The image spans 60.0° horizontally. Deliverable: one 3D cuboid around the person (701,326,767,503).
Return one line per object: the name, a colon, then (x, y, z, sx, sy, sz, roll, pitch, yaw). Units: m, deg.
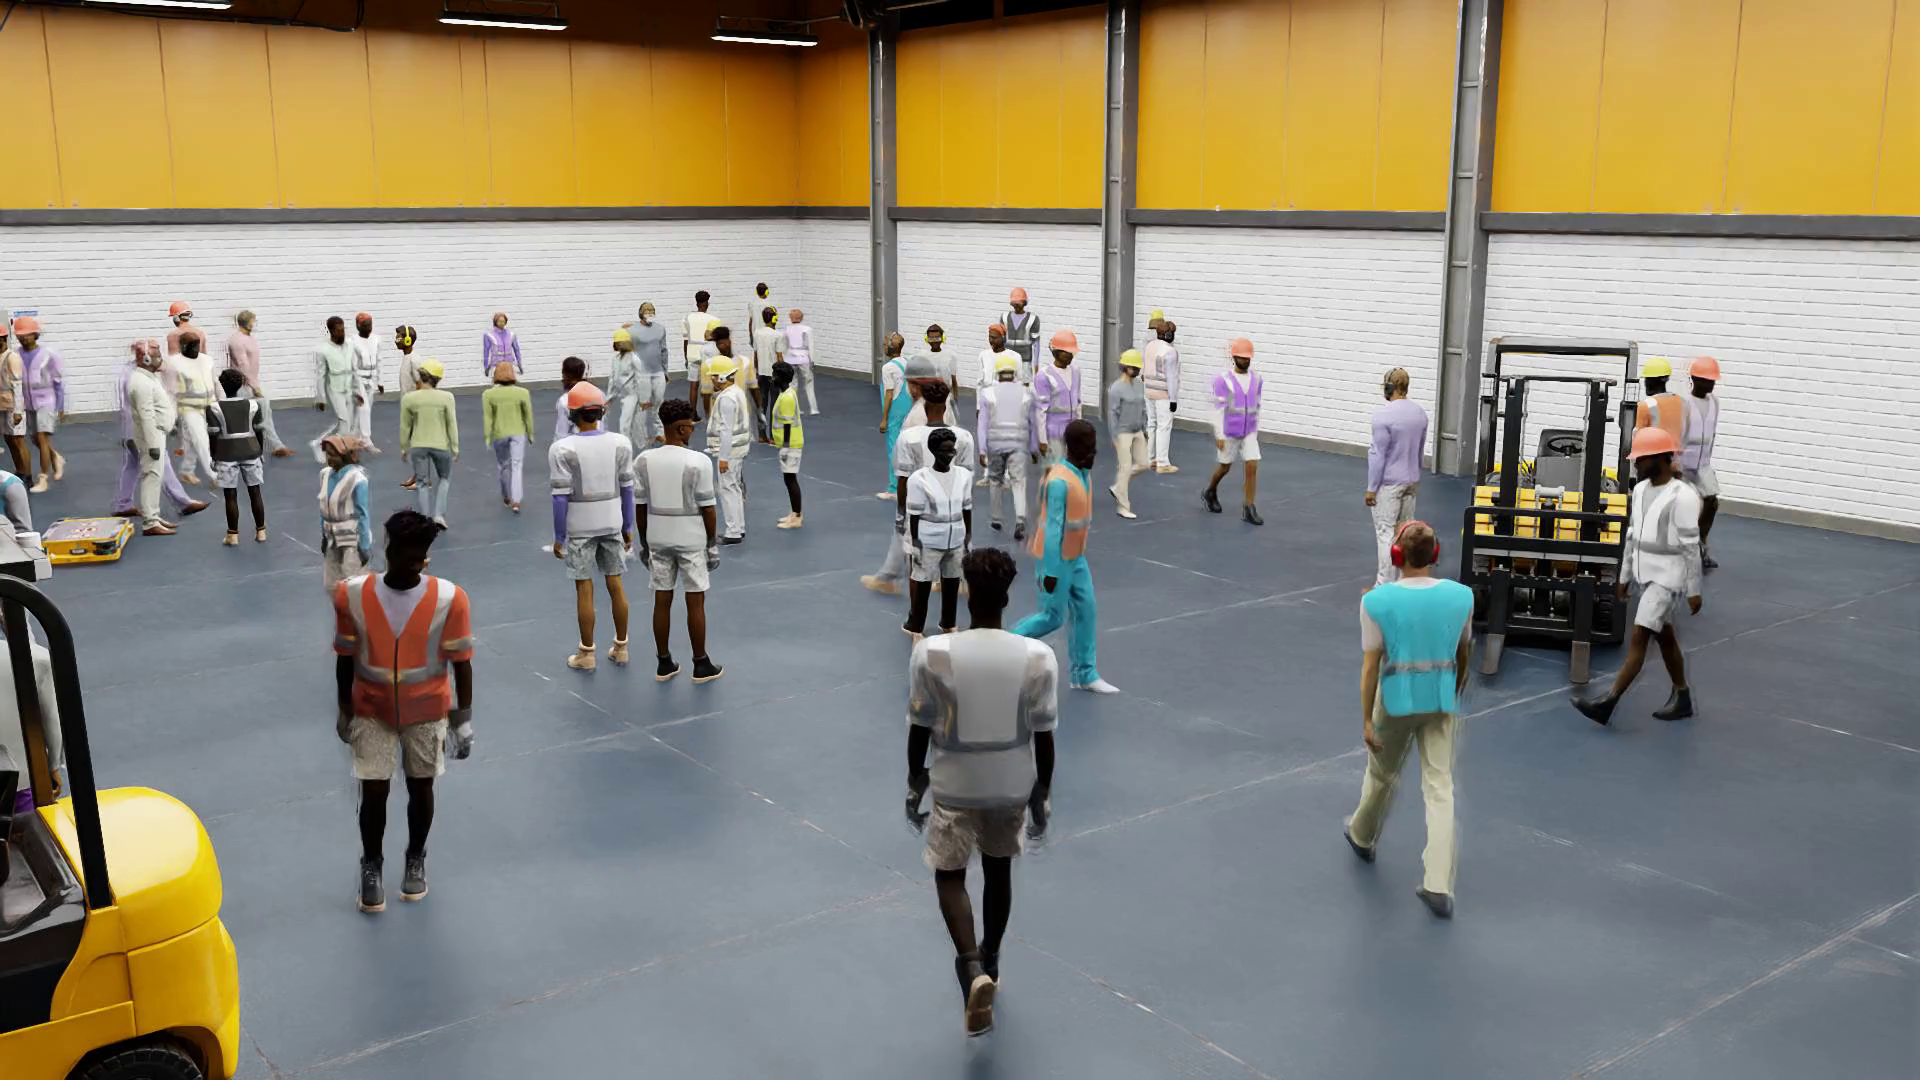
person: (-2.488, -1.385, 18.237, 0.690, 1.919, 0.674, -7, 14, -30)

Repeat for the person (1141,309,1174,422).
person: (2.775, -2.377, 23.463, 0.485, 1.734, 0.322, -3, 12, -16)

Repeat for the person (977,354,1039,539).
person: (0.479, -0.906, 16.252, 0.611, 1.794, 0.798, -1, 12, -5)

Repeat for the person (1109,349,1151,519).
person: (1.745, -1.114, 17.301, 0.547, 1.751, 0.423, -11, 16, -43)

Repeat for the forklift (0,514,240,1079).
forklift: (-3.687, 1.115, 5.480, 2.313, 2.155, 1.214, -9, 15, -36)

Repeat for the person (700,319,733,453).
person: (-3.162, -1.997, 21.602, 0.483, 1.745, 0.305, -9, 15, -38)

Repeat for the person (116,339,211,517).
person: (-8.346, -1.152, 17.249, 0.978, 1.853, 0.649, -4, 12, -18)

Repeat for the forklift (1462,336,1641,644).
forklift: (4.683, -0.471, 13.136, 1.214, 2.155, 2.313, 4, 12, 20)

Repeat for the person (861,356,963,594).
person: (-0.389, -0.556, 13.919, 0.925, 2.000, 0.686, 4, 12, 19)

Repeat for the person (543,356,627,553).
person: (-3.454, -0.749, 15.262, 0.976, 1.879, 0.605, 4, 12, 20)

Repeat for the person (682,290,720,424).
person: (-3.765, -2.667, 24.332, 0.599, 1.958, 0.375, 2, 12, 11)

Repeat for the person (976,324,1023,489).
person: (0.442, -1.524, 18.976, 0.583, 1.882, 0.337, 7, 14, 31)

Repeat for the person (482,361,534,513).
person: (-4.779, -1.090, 17.612, 0.510, 1.595, 0.879, -3, 12, -15)

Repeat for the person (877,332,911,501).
person: (-0.712, -1.355, 18.256, 0.345, 1.847, 0.506, 6, 13, 28)

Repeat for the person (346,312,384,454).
person: (-7.841, -2.049, 21.657, 0.724, 1.846, 0.595, 6, 13, 26)

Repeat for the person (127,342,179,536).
person: (-7.950, -0.999, 16.421, 0.397, 1.899, 0.636, -5, 13, -24)

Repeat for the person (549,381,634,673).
person: (-2.579, -0.090, 11.658, 0.606, 2.046, 0.369, -8, 14, -35)

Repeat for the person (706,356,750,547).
person: (-2.211, -0.848, 15.880, 0.403, 1.817, 0.602, 0, 12, 0)

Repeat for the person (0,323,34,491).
person: (-10.761, -1.501, 18.784, 0.549, 1.923, 0.391, 9, 15, 38)

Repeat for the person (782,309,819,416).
person: (-2.433, -2.684, 25.193, 0.527, 1.624, 0.383, 3, 12, 15)

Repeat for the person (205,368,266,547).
person: (-6.891, -0.785, 15.863, 0.537, 1.696, 0.318, -9, 15, -38)

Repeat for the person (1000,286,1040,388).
person: (0.832, -2.586, 23.720, 0.607, 2.043, 0.384, 4, 12, 20)

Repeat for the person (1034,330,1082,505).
person: (0.999, -1.054, 16.368, 0.611, 2.030, 0.410, -11, 16, -43)

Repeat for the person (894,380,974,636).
person: (-0.194, -0.233, 12.592, 0.610, 1.952, 0.387, -4, 12, -17)

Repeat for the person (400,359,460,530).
person: (-5.209, -0.905, 16.341, 0.575, 1.727, 0.468, -2, 12, -8)

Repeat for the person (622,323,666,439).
person: (-4.372, -2.191, 22.941, 0.616, 1.583, 0.511, -3, 12, -14)

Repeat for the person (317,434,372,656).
person: (-4.426, 0.018, 12.157, 0.531, 1.620, 0.462, 9, 14, 36)

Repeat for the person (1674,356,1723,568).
person: (6.525, -0.670, 14.764, 0.552, 1.912, 0.615, -3, 12, -15)

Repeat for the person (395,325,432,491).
person: (-6.230, -1.499, 18.884, 0.327, 1.874, 0.521, -6, 13, -27)

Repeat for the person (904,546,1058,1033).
person: (0.096, 0.990, 6.693, 0.615, 1.948, 0.780, -2, 12, -10)

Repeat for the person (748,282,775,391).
person: (-3.374, -3.456, 28.393, 0.502, 1.856, 0.328, 3, 12, 14)

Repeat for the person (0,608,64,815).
person: (-4.128, 0.999, 7.106, 0.329, 1.752, 0.563, 10, 16, 41)

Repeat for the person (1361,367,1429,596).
person: (3.591, -0.457, 13.732, 0.633, 1.931, 0.387, -9, 15, -36)

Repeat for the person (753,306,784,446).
person: (-2.544, -2.193, 22.278, 0.513, 1.861, 0.338, 8, 14, 33)

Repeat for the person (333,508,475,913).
person: (-2.576, 0.785, 7.739, 0.651, 1.917, 0.553, -2, 12, -11)

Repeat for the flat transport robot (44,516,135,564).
flat transport robot: (-8.195, -0.016, 15.605, 0.652, 0.197, 1.431, -4, 13, -20)

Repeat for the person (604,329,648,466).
person: (-4.138, -1.711, 20.305, 0.860, 1.705, 0.488, -11, 16, -43)

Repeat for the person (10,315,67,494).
person: (-10.466, -1.569, 18.937, 0.612, 2.009, 0.945, 0, 12, -1)

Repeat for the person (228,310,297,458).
person: (-8.903, -1.931, 20.925, 0.807, 1.907, 0.647, 0, 12, -1)

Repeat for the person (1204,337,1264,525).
person: (2.840, -1.148, 17.133, 0.548, 1.901, 0.931, -4, 12, -18)

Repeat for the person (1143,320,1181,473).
person: (2.448, -1.732, 20.104, 0.429, 1.837, 0.633, -5, 13, -24)

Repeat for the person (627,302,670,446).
person: (-4.166, -2.221, 22.250, 0.386, 1.927, 0.641, 11, 16, 43)

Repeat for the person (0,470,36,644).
person: (-6.142, 0.198, 10.510, 0.616, 1.942, 0.408, 3, 12, 14)

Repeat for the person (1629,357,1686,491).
person: (6.131, -0.656, 14.713, 0.593, 1.918, 0.406, -5, 13, -24)

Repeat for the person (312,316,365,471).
person: (-7.638, -1.793, 20.262, 0.743, 1.892, 0.596, 3, 12, 16)

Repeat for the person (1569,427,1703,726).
person: (4.279, 0.243, 10.449, 0.981, 1.879, 0.567, -3, 12, -12)

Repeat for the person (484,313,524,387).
person: (-6.666, -2.511, 24.392, 0.536, 1.605, 0.761, -9, 15, -38)

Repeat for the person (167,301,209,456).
person: (-9.929, -2.067, 21.372, 0.407, 1.981, 0.625, 3, 12, 16)

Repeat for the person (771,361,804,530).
person: (-1.731, -0.954, 16.705, 0.319, 1.687, 0.537, -2, 12, -9)

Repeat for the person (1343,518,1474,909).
person: (2.160, 0.795, 7.991, 0.563, 1.795, 0.986, -1, 12, -3)

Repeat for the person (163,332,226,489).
person: (-8.721, -1.487, 19.024, 0.961, 1.795, 0.632, 5, 13, 25)

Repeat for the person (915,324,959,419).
person: (-0.269, -1.576, 19.296, 0.512, 1.861, 0.325, 0, 12, -1)

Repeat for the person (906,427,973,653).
person: (-0.145, 0.020, 11.991, 0.536, 1.691, 0.321, -7, 14, -30)

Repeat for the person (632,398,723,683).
person: (-1.927, 0.010, 11.381, 0.602, 1.961, 0.371, 4, 12, 17)

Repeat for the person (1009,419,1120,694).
person: (0.631, 0.108, 11.128, 0.830, 1.883, 0.637, 5, 13, 22)
